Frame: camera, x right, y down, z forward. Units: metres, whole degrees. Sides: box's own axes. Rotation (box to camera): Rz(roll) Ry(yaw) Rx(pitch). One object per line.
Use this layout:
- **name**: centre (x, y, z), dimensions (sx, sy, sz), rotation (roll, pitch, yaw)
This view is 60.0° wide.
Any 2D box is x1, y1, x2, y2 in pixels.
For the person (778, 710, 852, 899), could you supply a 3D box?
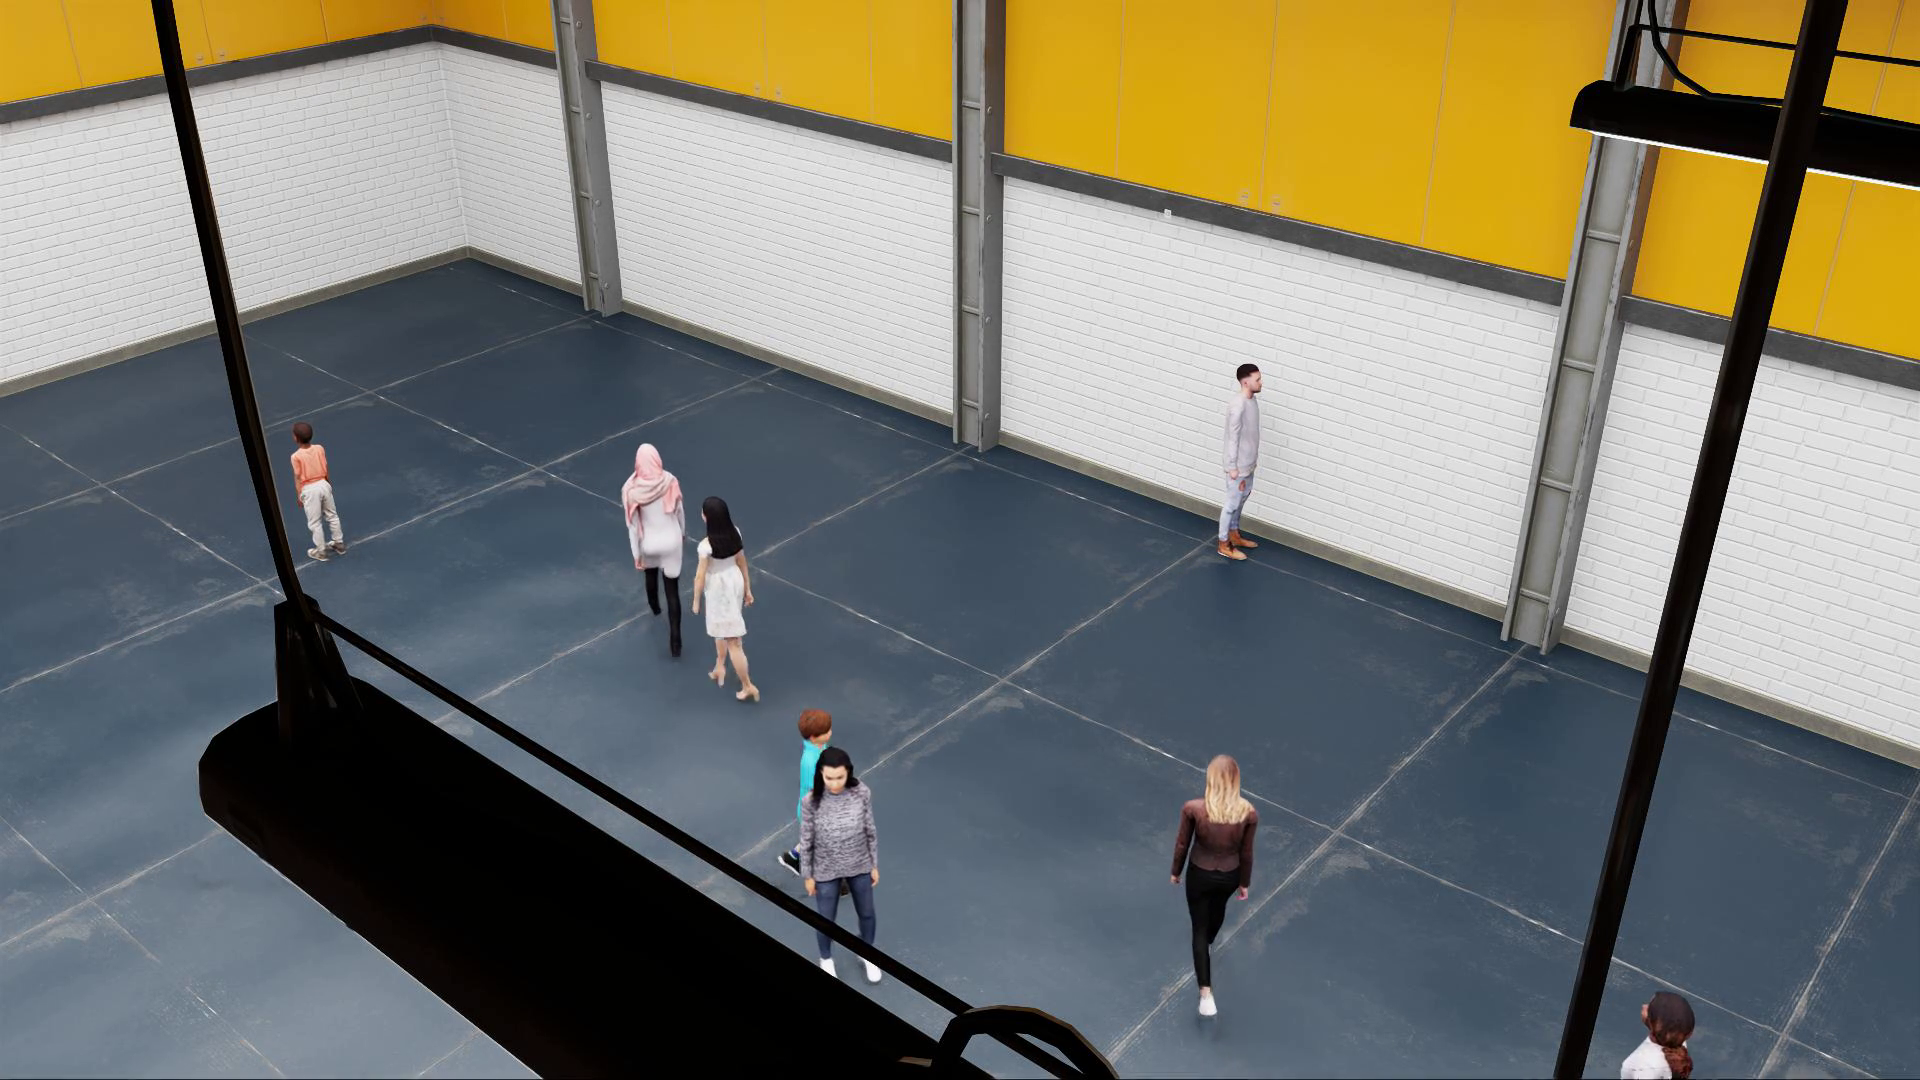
- **person**: centre (-0.983, 1.713, 10.780), dimensions (0.826, 1.439, 0.743), rotation (1, 29, 2)

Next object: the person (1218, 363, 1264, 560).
- **person**: centre (2.496, -0.723, 14.827), dimensions (0.660, 1.839, 0.725), rotation (13, 31, 23)

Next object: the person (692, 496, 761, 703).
- **person**: centre (-1.725, 0.498, 12.674), dimensions (0.800, 1.757, 0.611), rotation (22, 35, 34)

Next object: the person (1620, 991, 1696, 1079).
- **person**: centre (3.414, 2.952, 8.225), dimensions (0.775, 1.709, 0.588), rotation (21, 35, 34)

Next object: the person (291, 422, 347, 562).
- **person**: centre (-5.760, -0.447, 14.876), dimensions (0.455, 1.308, 0.467), rotation (23, 36, 35)

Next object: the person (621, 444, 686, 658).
- **person**: centre (-2.395, 0.114, 13.384), dimensions (1.072, 1.752, 1.262), rotation (-8, 30, -14)

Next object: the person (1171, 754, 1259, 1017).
- **person**: centre (1.509, 2.064, 9.895), dimensions (1.122, 1.670, 1.115), rotation (0, 29, 1)

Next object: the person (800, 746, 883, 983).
- **person**: centre (-0.715, 1.952, 10.041), dimensions (0.698, 1.726, 0.720), rotation (-8, 30, -14)
